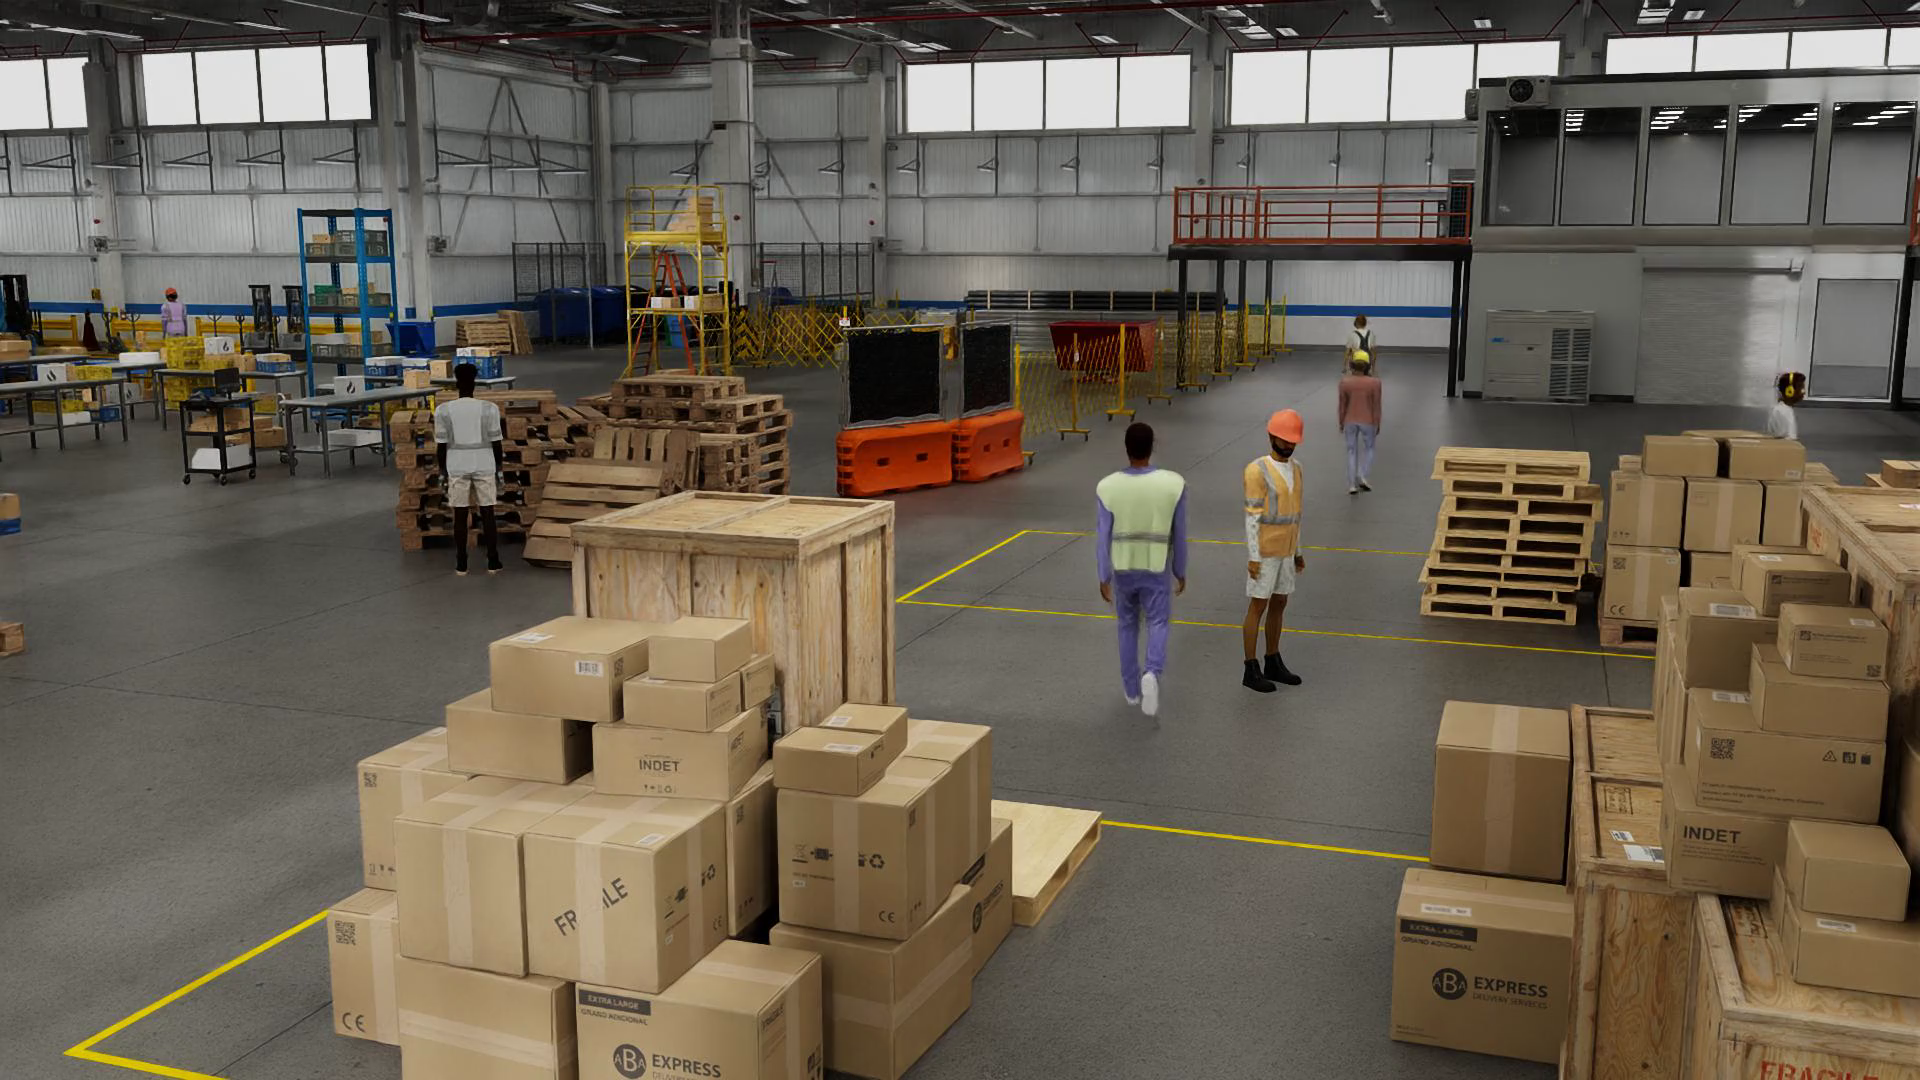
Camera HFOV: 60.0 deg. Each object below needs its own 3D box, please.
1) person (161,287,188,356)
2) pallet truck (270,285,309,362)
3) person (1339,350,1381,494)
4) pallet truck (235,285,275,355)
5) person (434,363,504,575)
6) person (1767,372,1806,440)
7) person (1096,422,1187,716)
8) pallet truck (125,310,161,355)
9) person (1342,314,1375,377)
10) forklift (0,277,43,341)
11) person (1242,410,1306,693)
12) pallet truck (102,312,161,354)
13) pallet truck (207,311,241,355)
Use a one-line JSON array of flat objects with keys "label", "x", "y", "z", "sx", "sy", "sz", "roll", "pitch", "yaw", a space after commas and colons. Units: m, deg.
[{"label": "person", "x": -18.511, "y": -4.923, "z": 39.190, "sx": 0.406, "sy": 2.034, "sz": 0.608, "roll": 7, "pitch": 12, "yaw": 35}, {"label": "pallet truck", "x": -17.147, "y": -5.700, "z": 43.663, "sx": 0.823, "sy": 1.965, "sz": 1.885, "roll": 3, "pitch": 11, "yaw": 17}, {"label": "person", "x": 4.890, "y": -1.440, "z": 20.327, "sx": 0.538, "sy": 1.749, "sz": 0.506, "roll": 5, "pitch": 11, "yaw": 25}, {"label": "pallet truck", "x": -18.327, "y": -5.835, "z": 44.421, "sx": 0.823, "sy": 1.965, "sz": 1.885, "roll": 4, "pitch": 11, "yaw": 23}, {"label": "person", "x": -4.504, "y": -0.648, "z": 15.312, "sx": 0.604, "sy": 1.960, "sz": 0.369, "roll": -2, "pitch": 10, "yaw": -12}, {"label": "person", "x": 7.699, "y": -0.656, "z": 15.642, "sx": 0.507, "sy": 1.860, "sz": 0.536, "roll": 5, "pitch": 11, "yaw": 28}, {"label": "person", "x": 1.175, "y": 0.189, "z": 10.775, "sx": 0.601, "sy": 1.902, "sz": 0.737, "roll": 1, "pitch": 10, "yaw": 6}, {"label": "pallet truck", "x": -22.038, "y": -5.665, "z": 45.457, "sx": 0.704, "sy": 1.261, "sz": 1.522, "roll": 3, "pitch": 11, "yaw": 17}, {"label": "person", "x": 6.992, "y": -3.070, "z": 29.356, "sx": 0.540, "sy": 1.814, "sz": 0.852, "roll": -2, "pitch": 10, "yaw": -13}, {"label": "forklift", "x": -27.151, "y": -6.329, "z": 46.328, "sx": 1.157, "sy": 1.987, "sz": 2.680, "roll": 3, "pitch": 11, "yaw": 17}, {"label": "person", "x": 2.170, "y": 0.069, "z": 11.370, "sx": 0.542, "sy": 1.928, "sz": 0.374, "roll": -8, "pitch": 13, "yaw": -40}, {"label": "pallet truck", "x": -23.057, "y": -5.777, "z": 46.261, "sx": 0.680, "sy": 1.201, "sz": 1.601, "roll": 3, "pitch": 11, "yaw": 19}, {"label": "pallet truck", "x": -19.537, "y": -5.575, "z": 44.913, "sx": 0.653, "sy": 1.274, "sz": 1.630, "roll": 3, "pitch": 11, "yaw": 19}]
